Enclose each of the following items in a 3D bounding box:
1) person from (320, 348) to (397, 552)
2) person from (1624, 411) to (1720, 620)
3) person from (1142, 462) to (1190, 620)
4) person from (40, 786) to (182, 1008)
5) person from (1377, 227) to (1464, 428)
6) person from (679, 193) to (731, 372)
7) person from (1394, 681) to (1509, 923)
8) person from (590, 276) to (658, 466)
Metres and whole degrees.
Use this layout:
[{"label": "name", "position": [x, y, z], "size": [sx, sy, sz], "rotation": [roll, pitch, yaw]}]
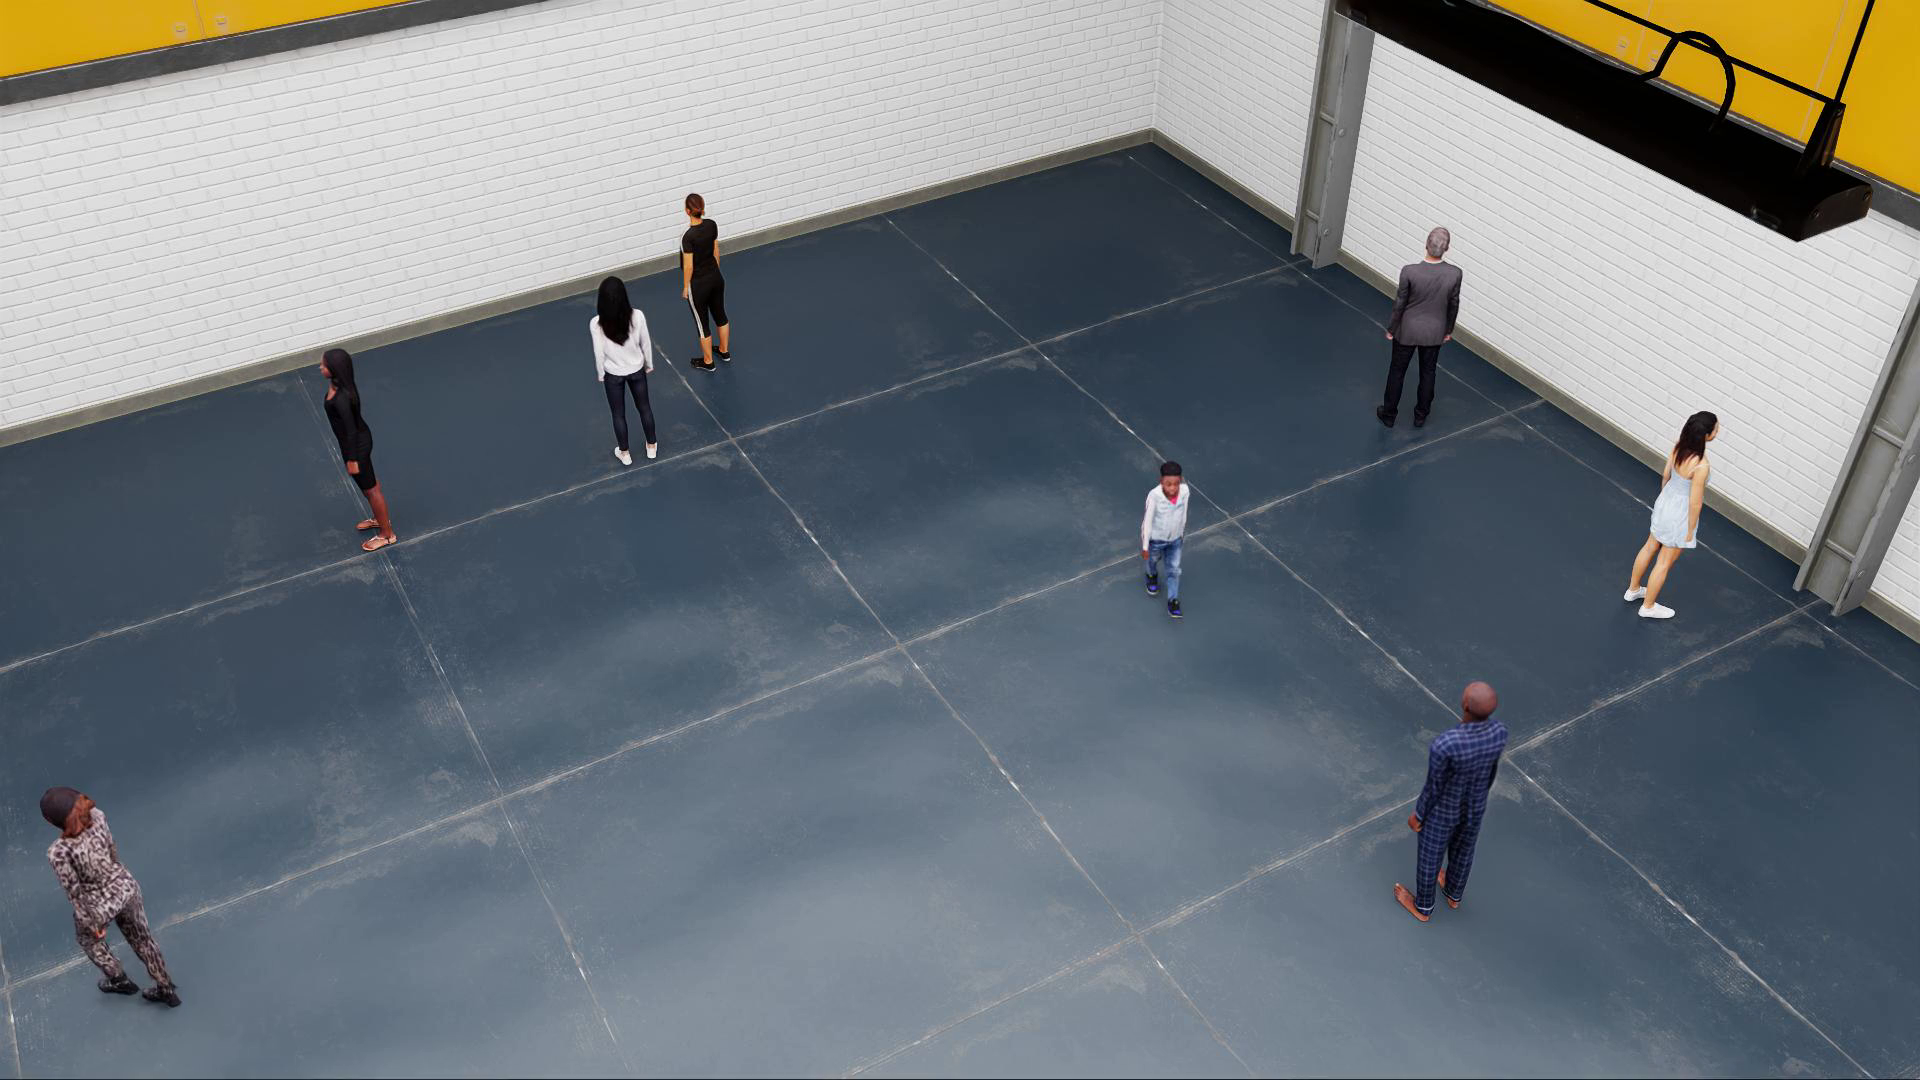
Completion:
[{"label": "person", "position": [-4.561, -0.702, 12.538], "size": [0.697, 1.720, 0.489], "rotation": [-15, 41, -18]}, {"label": "person", "position": [5.106, -0.194, 11.894], "size": [0.713, 1.731, 0.575], "rotation": [-7, 39, -8]}, {"label": "person", "position": [1.486, -0.087, 12.161], "size": [0.714, 1.229, 0.908], "rotation": [-4, 39, -4]}, {"label": "person", "position": [-4.627, 2.010, 9.162], "size": [0.873, 1.696, 0.802], "rotation": [13, 40, 16]}, {"label": "person", "position": [3.807, -1.756, 13.761], "size": [0.814, 1.841, 0.802], "rotation": [1, 39, 1]}, {"label": "person", "position": [-2.240, -2.267, 14.539], "size": [0.632, 1.669, 0.649], "rotation": [26, 45, 28]}, {"label": "person", "position": [2.882, 1.519, 9.679], "size": [0.687, 1.818, 0.630], "rotation": [-14, 41, -17]}, {"label": "person", "position": [-2.701, -1.367, 13.386], "size": [0.633, 1.701, 0.582], "rotation": [-16, 41, -19]}]
